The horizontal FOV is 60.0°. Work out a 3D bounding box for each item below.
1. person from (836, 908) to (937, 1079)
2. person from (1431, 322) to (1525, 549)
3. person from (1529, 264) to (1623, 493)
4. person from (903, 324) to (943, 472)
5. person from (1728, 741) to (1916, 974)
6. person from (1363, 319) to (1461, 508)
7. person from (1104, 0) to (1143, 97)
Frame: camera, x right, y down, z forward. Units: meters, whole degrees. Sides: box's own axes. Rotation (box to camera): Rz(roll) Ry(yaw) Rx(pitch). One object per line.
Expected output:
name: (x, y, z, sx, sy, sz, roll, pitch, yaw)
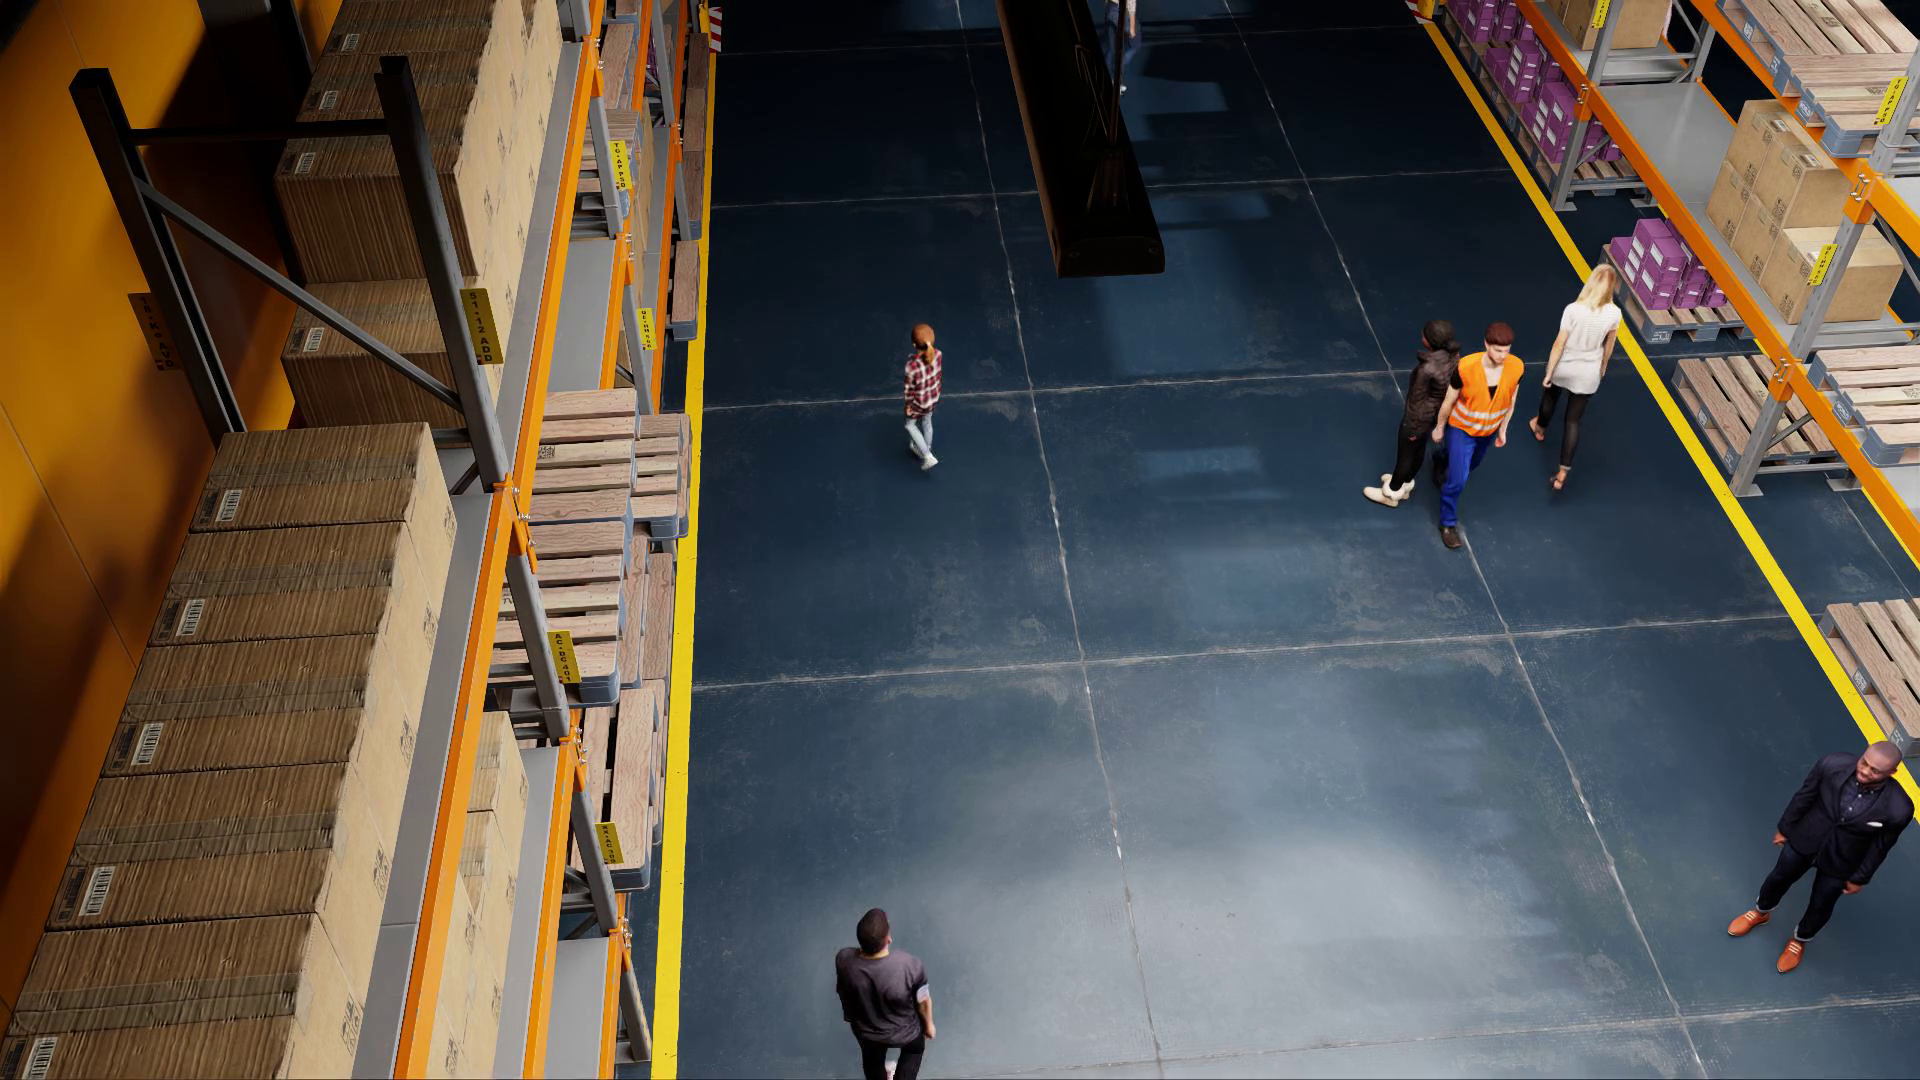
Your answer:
person: (-0.395, 2.504, 8.411, 0.781, 1.755, 0.873, 8, 44, 9)
person: (3.639, -0.871, 11.882, 0.688, 1.854, 1.105, -4, 44, -5)
person: (4.541, -1.169, 12.247, 0.795, 1.782, 1.237, 5, 44, 5)
person: (-0.245, -1.048, 12.471, 0.690, 1.297, 0.765, -28, 50, -27)
person: (4.798, 1.715, 9.194, 0.846, 1.817, 0.739, -30, 51, -28)
person: (3.355, -0.898, 12.049, 0.717, 1.661, 0.778, -24, 49, -23)
person: (1.535, -5.155, 16.474, 0.805, 1.722, 0.738, -32, 52, -29)
